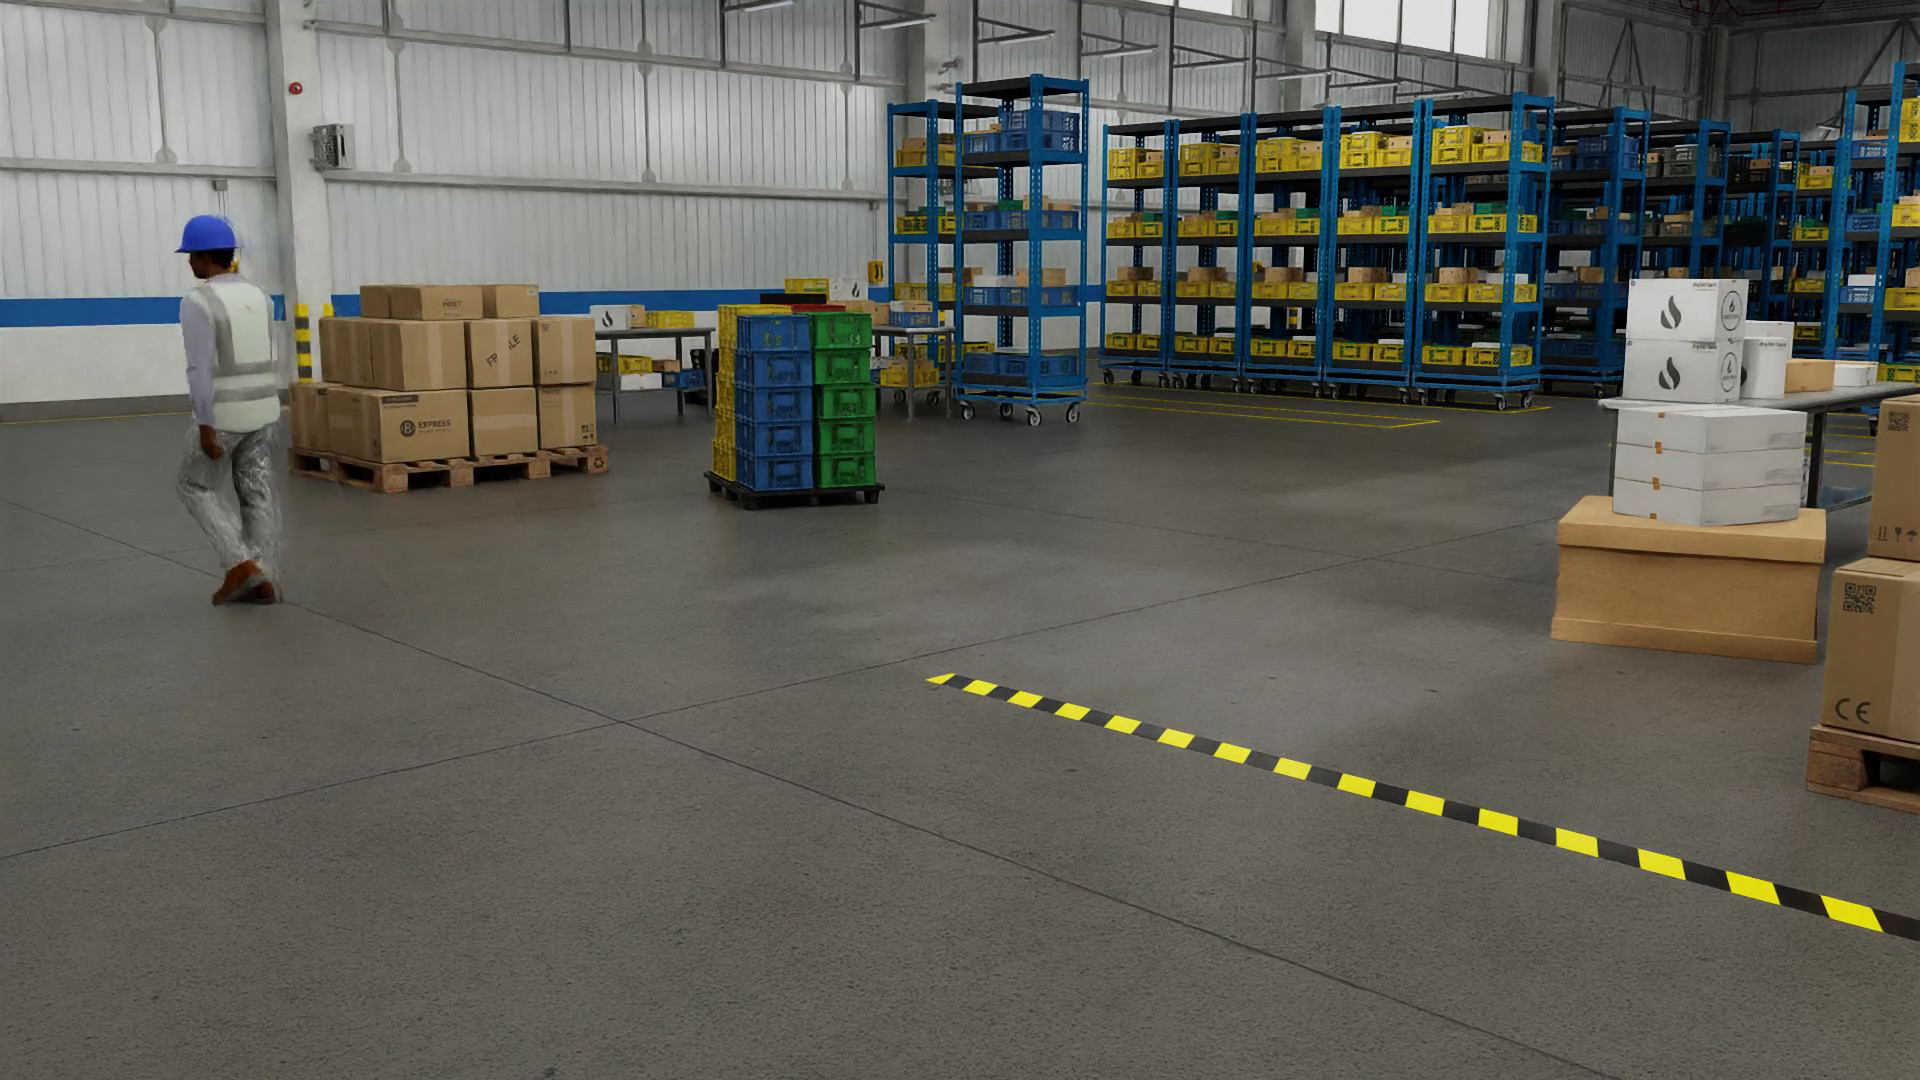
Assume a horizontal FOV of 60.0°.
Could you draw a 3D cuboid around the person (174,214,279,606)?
[{"bbox_3d":[-3.593,-0.616,8.176,0.439,1.932,0.612,3,10,19],"label":"person"}]
